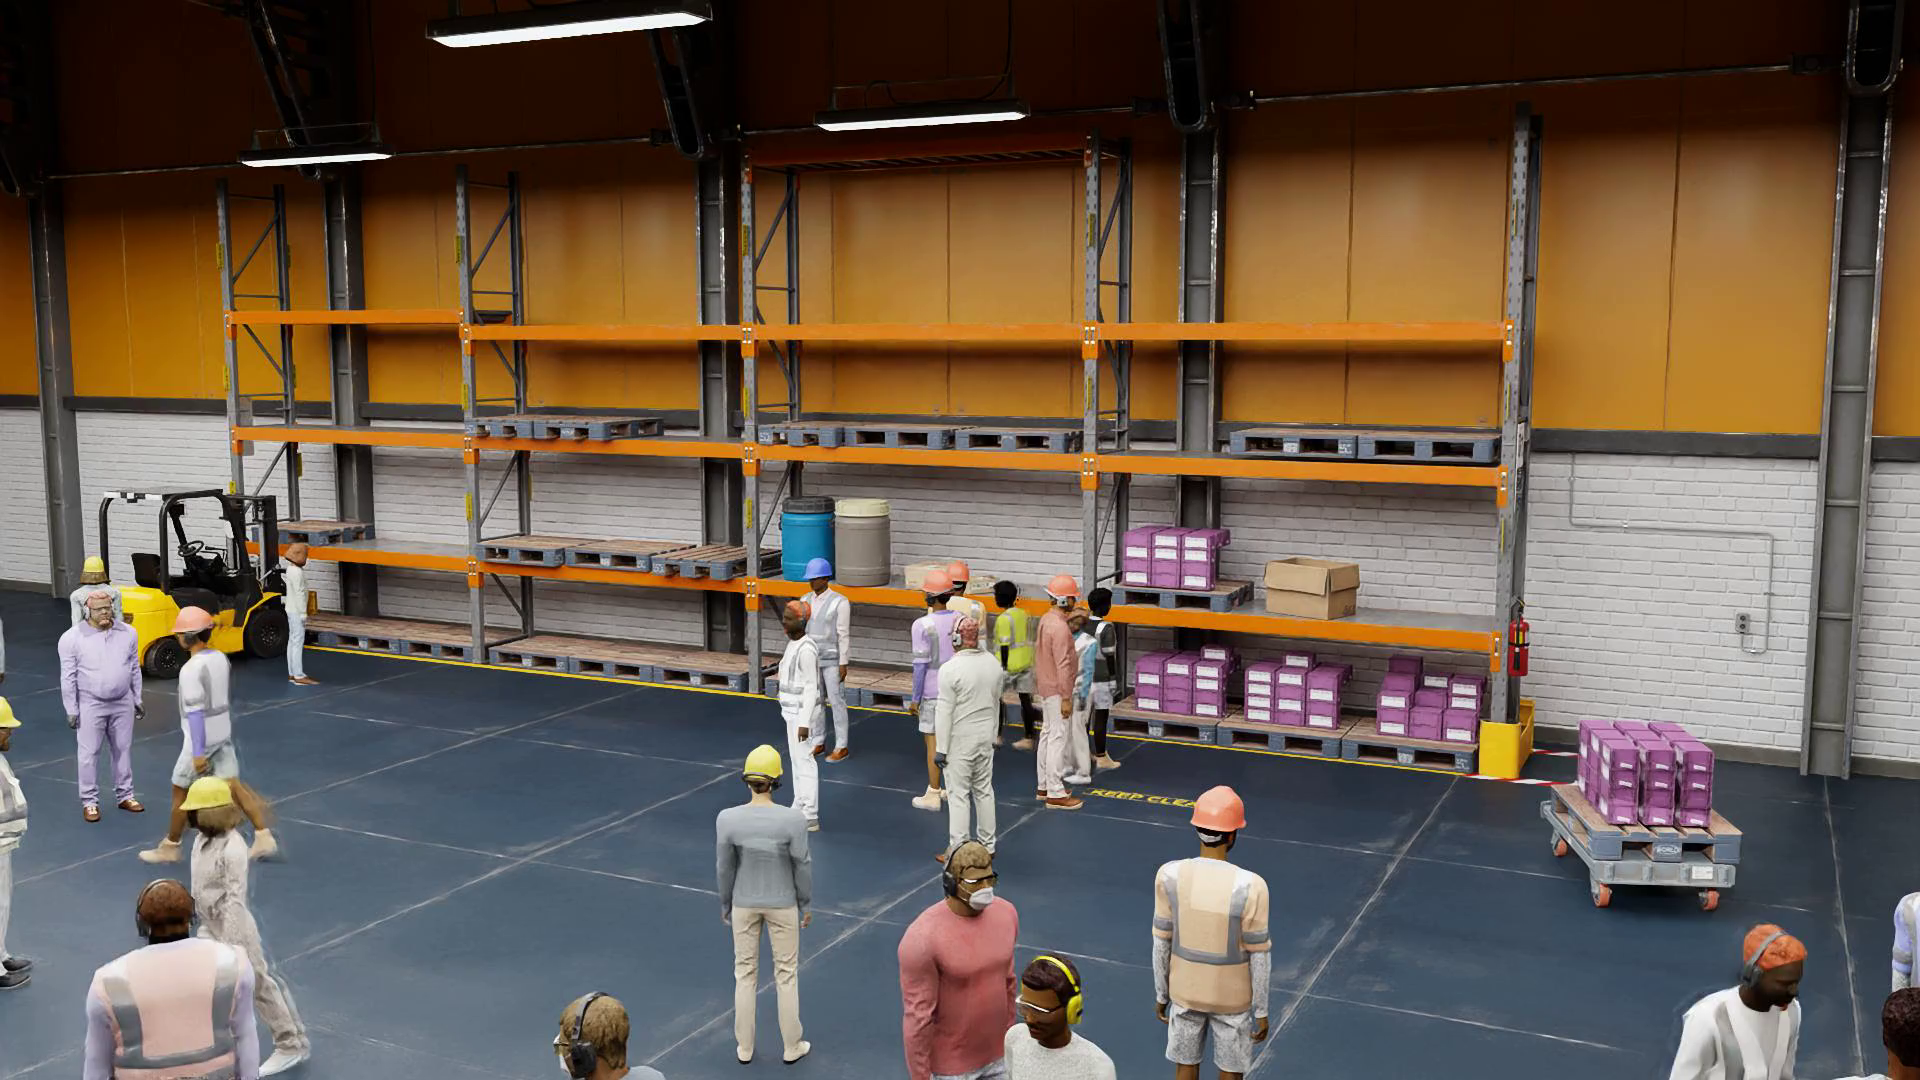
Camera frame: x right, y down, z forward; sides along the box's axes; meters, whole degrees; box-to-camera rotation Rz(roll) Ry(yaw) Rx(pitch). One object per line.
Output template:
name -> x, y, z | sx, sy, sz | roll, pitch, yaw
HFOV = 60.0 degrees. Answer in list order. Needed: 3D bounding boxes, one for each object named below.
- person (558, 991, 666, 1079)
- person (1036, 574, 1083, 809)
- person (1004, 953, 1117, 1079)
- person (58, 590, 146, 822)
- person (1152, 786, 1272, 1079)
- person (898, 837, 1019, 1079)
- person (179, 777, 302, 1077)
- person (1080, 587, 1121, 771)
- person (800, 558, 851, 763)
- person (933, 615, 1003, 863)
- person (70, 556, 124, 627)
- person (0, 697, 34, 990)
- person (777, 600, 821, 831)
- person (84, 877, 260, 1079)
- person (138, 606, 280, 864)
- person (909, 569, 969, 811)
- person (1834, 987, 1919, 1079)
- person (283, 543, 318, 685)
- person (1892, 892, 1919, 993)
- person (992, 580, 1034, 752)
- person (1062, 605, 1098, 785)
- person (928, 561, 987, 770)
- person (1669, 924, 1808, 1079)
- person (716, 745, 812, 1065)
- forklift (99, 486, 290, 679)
person -> -1.114, 2.387, 5.316 | 0.381, 1.928, 0.635 | 2, 7, 14
person -> 0.848, 1.280, 14.172 | 0.397, 1.990, 0.623 | -1, 7, -11
person -> 0.325, 2.353, 5.867 | 0.325, 1.861, 0.516 | -7, 10, -44
person -> -7.110, 1.364, 13.839 | 0.409, 1.908, 0.647 | 6, 9, 39
person -> 1.171, 2.092, 7.697 | 0.552, 1.935, 0.374 | 3, 8, 25
person -> 0.025, 2.182, 6.939 | 0.635, 1.938, 0.359 | -7, 10, -44
person -> -3.914, 2.080, 8.777 | 0.501, 1.689, 0.892 | 5, 9, 38
person -> 1.274, 1.278, 15.414 | 0.321, 1.694, 0.529 | -4, 8, -32
person -> -1.291, 1.126, 15.692 | 0.612, 1.941, 0.404 | 5, 8, 35
person -> 0.039, 1.517, 12.632 | 0.398, 1.900, 0.635 | 6, 9, 42
person -> -8.911, 1.037, 17.208 | 0.483, 1.745, 0.299 | -5, 8, -35
person -> -5.926, 1.853, 10.185 | 0.403, 1.817, 0.601 | -4, 8, -28
person -> -1.310, 1.418, 13.476 | 0.349, 1.884, 0.584 | -2, 7, -18
person -> -3.191, 2.265, 6.768 | 0.640, 1.820, 0.774 | -4, 8, -29
person -> -5.674, 1.480, 12.562 | 1.066, 1.992, 0.629 | 0, 7, 4
person -> -0.181, 1.264, 14.085 | 0.608, 2.048, 0.370 | -6, 9, -41
person -> 3.028, 2.383, 5.368 | 0.597, 1.918, 0.383 | 3, 8, 24
person -> -7.640, 0.848, 19.214 | 0.285, 1.633, 0.499 | -4, 8, -32
person -> 4.307, 2.155, 7.173 | 0.358, 1.938, 0.545 | -4, 8, -32
person -> 0.441, 1.207, 16.050 | 0.659, 1.667, 0.556 | 5, 8, 35
person -> 1.008, 1.377, 14.958 | 0.353, 1.616, 0.539 | -6, 9, -42
person -> -0.028, 1.161, 15.387 | 0.551, 1.935, 0.371 | 0, 7, -4
person -> 2.907, 2.317, 6.363 | 0.621, 1.825, 0.997 | -4, 8, -32
person -> -1.070, 2.001, 9.144 | 0.522, 1.769, 0.318 | 1, 7, 5
forklift -> -9.426, 0.454, 20.179 | 1.214, 2.155, 2.313 | 3, 8, 26
